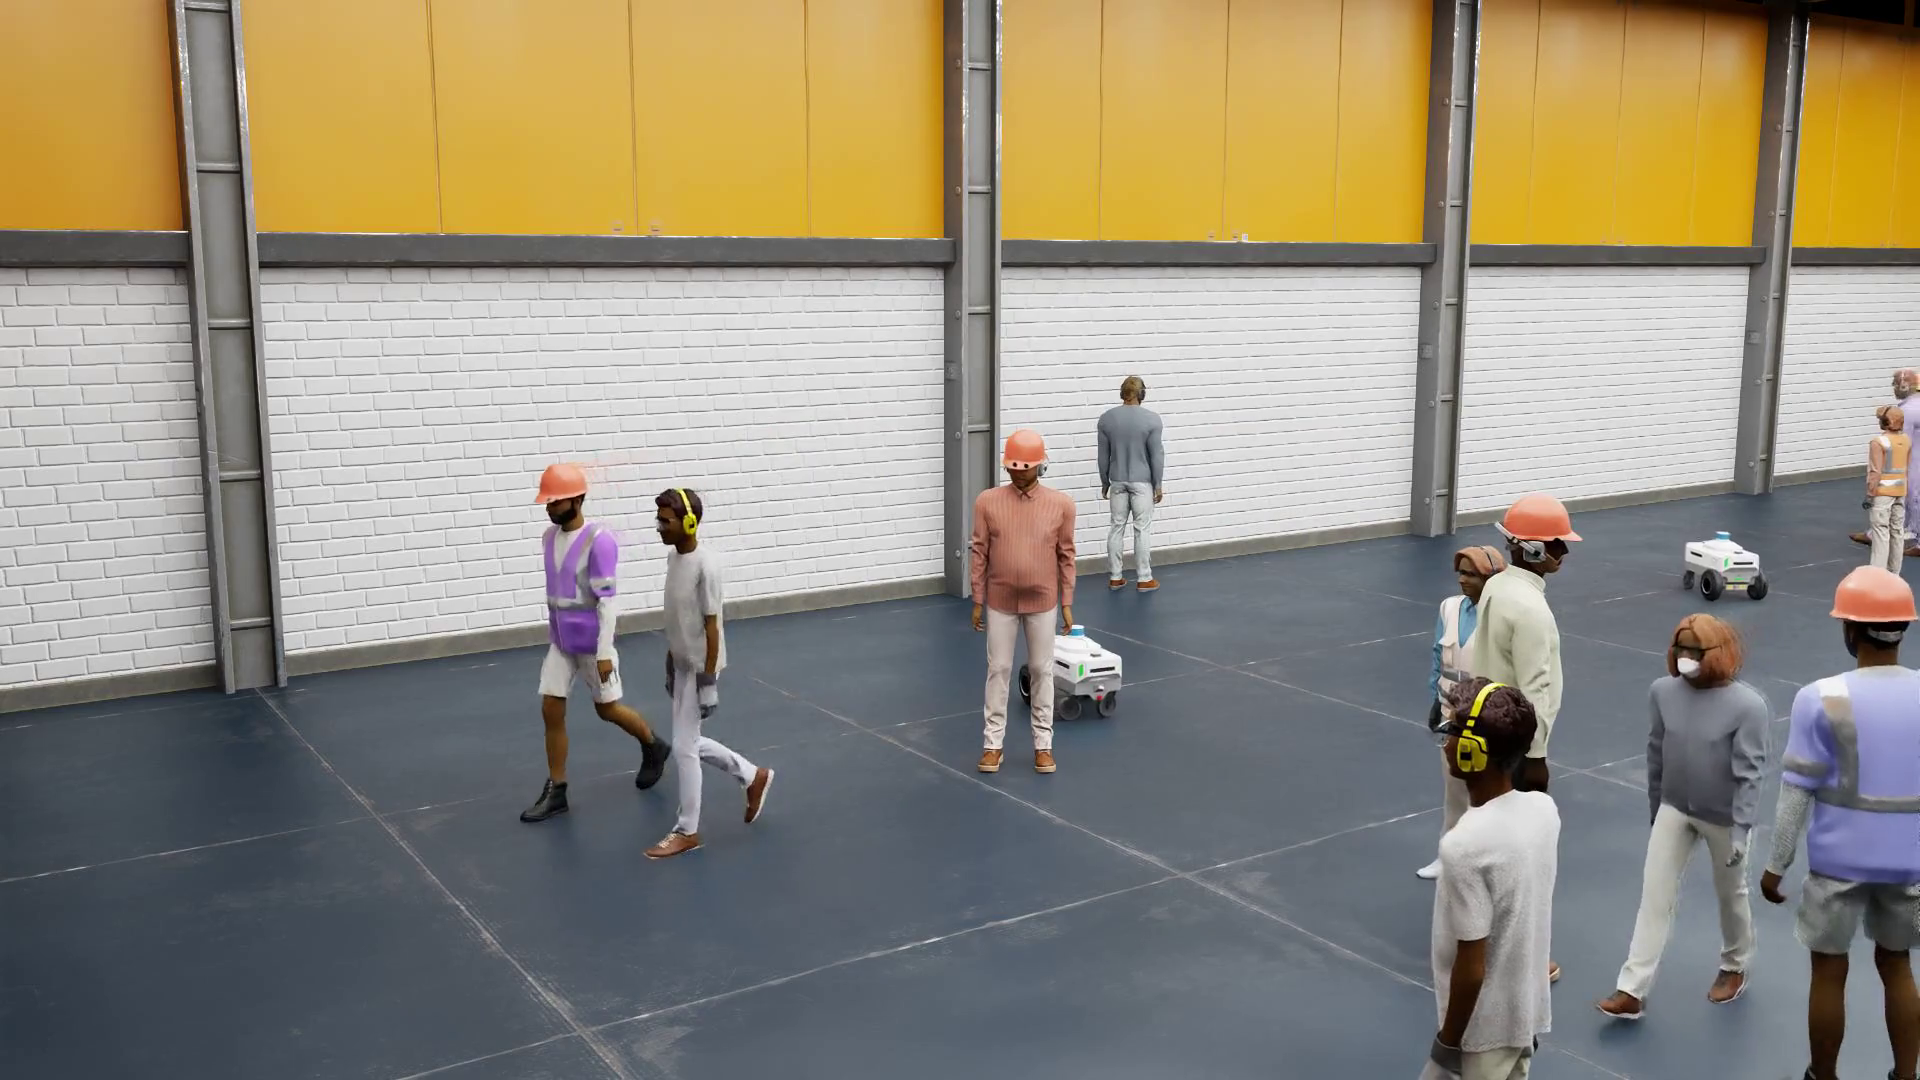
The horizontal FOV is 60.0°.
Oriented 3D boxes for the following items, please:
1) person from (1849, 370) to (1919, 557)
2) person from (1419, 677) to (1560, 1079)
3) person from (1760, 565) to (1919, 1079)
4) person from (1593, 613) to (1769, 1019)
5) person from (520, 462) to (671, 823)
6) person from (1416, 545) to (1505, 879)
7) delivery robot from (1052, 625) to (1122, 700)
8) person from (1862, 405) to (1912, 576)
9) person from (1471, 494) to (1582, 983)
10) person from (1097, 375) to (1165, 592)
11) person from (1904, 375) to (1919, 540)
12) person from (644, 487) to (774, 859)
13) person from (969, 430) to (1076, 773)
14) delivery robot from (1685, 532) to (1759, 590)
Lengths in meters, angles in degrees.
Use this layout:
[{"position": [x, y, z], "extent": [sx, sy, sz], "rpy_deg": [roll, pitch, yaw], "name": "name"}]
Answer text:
[{"position": [9.417, -0.772, 16.720], "extent": [0.922, 1.855, 0.690], "rpy_deg": [8, 13, 41], "name": "person"}, {"position": [1.352, 1.277, 4.330], "extent": [0.329, 1.871, 0.513], "rpy_deg": [9, 13, 43], "name": "person"}, {"position": [3.011, 1.043, 5.549], "extent": [0.578, 1.932, 0.384], "rpy_deg": [1, 9, 3], "name": "person"}, {"position": [2.834, 1.070, 6.406], "extent": [0.852, 1.583, 0.516], "rpy_deg": [-7, 12, -38], "name": "person"}, {"position": [-1.963, 0.506, 8.925], "extent": [0.565, 1.900, 0.926], "rpy_deg": [7, 12, 36], "name": "person"}, {"position": [2.389, 0.831, 7.708], "extent": [0.310, 1.638, 0.523], "rpy_deg": [-6, 11, -31], "name": "person"}, {"position": [0.758, 0.800, 10.870], "extent": [0.477, 0.478, 0.707], "rpy_deg": [-4, 10, -25], "name": "delivery robot"}, {"position": [8.436, -0.406, 15.153], "extent": [0.514, 1.640, 0.315], "rpy_deg": [-5, 11, -27], "name": "person"}, {"position": [2.298, 0.797, 6.839], "extent": [0.396, 1.993, 0.618], "rpy_deg": [0, 9, 1], "name": "person"}, {"position": [1.528, -0.500, 14.844], "extent": [0.627, 1.935, 0.373], "rpy_deg": [5, 11, 28], "name": "person"}, {"position": [10.055, -0.862, 17.559], "extent": [0.360, 1.752, 0.539], "rpy_deg": [0, 9, 3], "name": "person"}, {"position": [-1.257, 0.637, 8.280], "extent": [0.694, 1.842, 0.523], "rpy_deg": [-6, 11, -33], "name": "person"}, {"position": [0.357, 0.355, 9.535], "extent": [0.609, 1.985, 0.392], "rpy_deg": [1, 9, 4], "name": "person"}, {"position": [6.707, 0.173, 14.647], "extent": [0.477, 0.478, 0.707], "rpy_deg": [-1, 10, -5], "name": "delivery robot"}]
